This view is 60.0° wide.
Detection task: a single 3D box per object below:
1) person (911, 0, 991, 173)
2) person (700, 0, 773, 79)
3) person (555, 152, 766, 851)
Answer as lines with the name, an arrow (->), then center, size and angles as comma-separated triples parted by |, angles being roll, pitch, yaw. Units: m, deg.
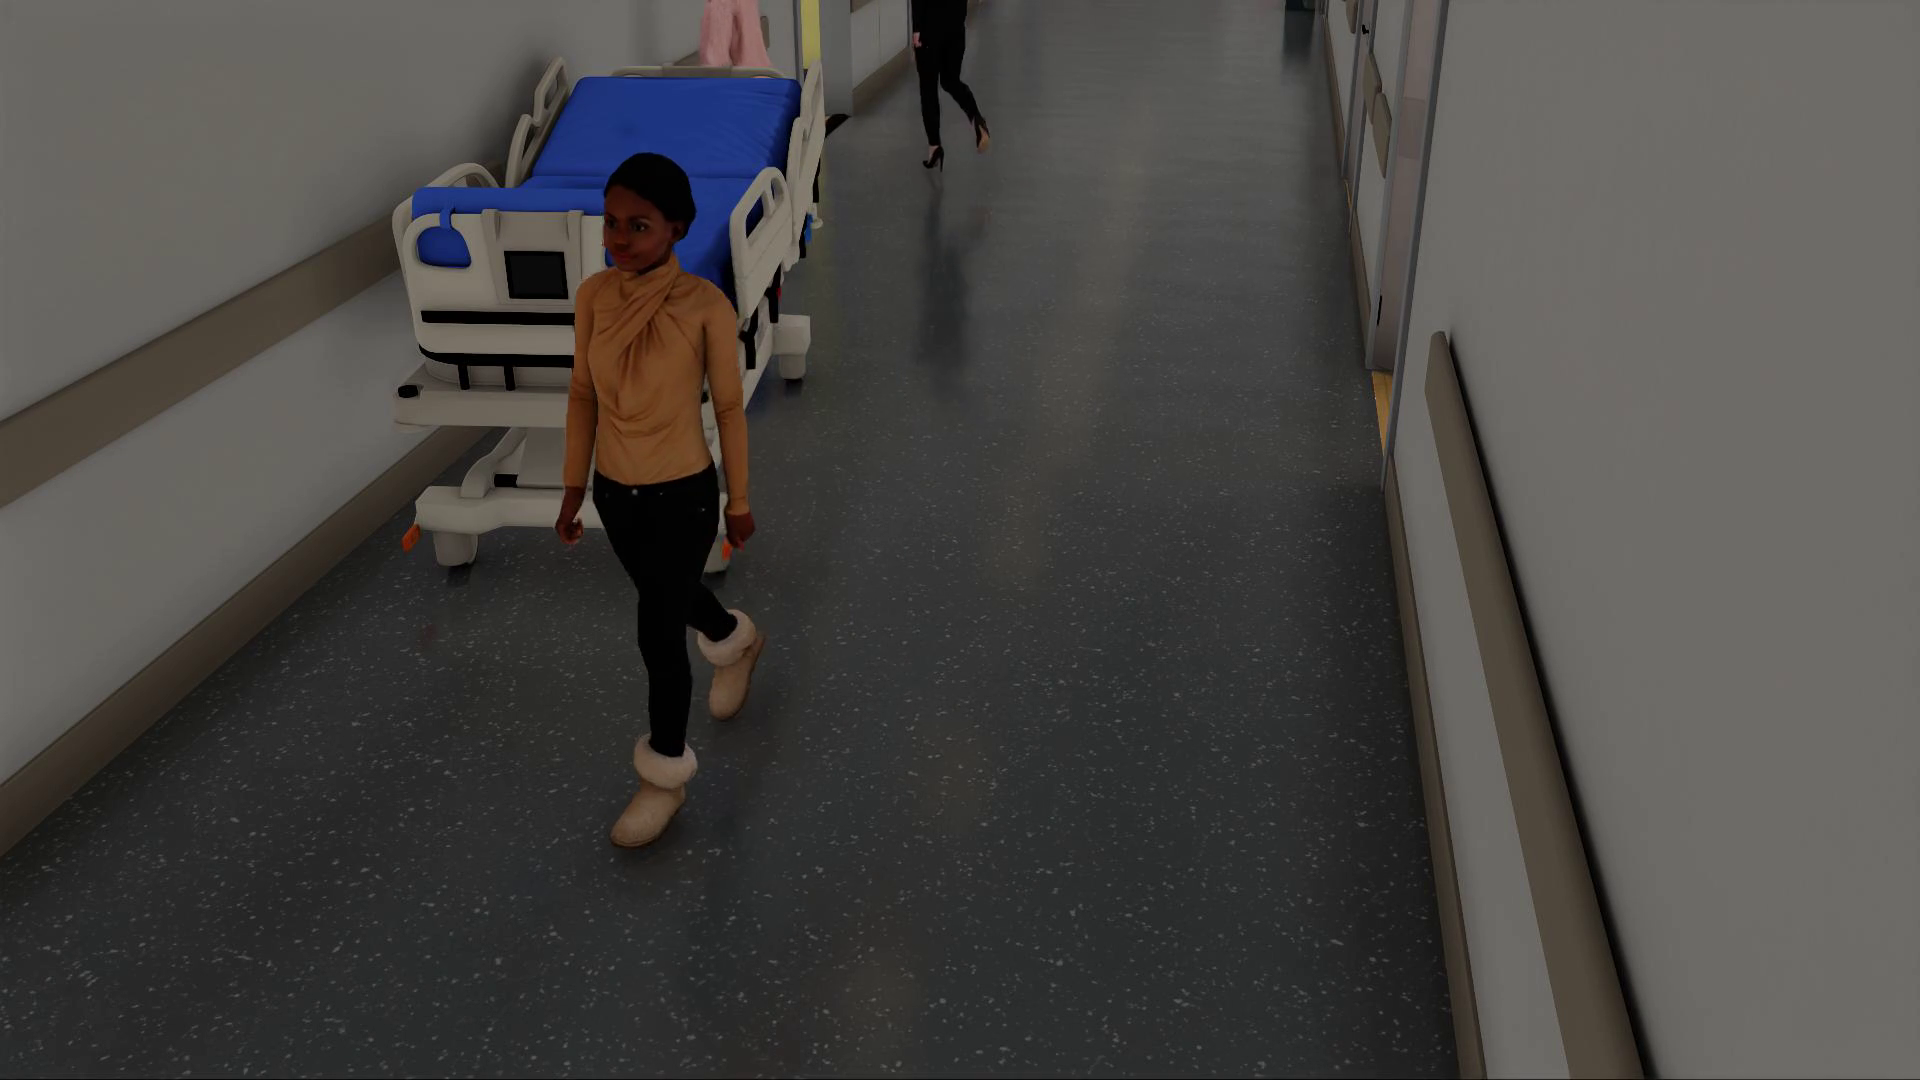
person -> -0.059, -3.079, 10.130 | 0.858, 1.699, 0.933 | -19, 32, -35
person -> -1.047, -2.116, 8.077 | 0.552, 1.749, 0.644 | 5, 26, 10
person -> -0.703, -0.137, 4.109 | 1.084, 1.630, 0.839 | 11, 28, 22
